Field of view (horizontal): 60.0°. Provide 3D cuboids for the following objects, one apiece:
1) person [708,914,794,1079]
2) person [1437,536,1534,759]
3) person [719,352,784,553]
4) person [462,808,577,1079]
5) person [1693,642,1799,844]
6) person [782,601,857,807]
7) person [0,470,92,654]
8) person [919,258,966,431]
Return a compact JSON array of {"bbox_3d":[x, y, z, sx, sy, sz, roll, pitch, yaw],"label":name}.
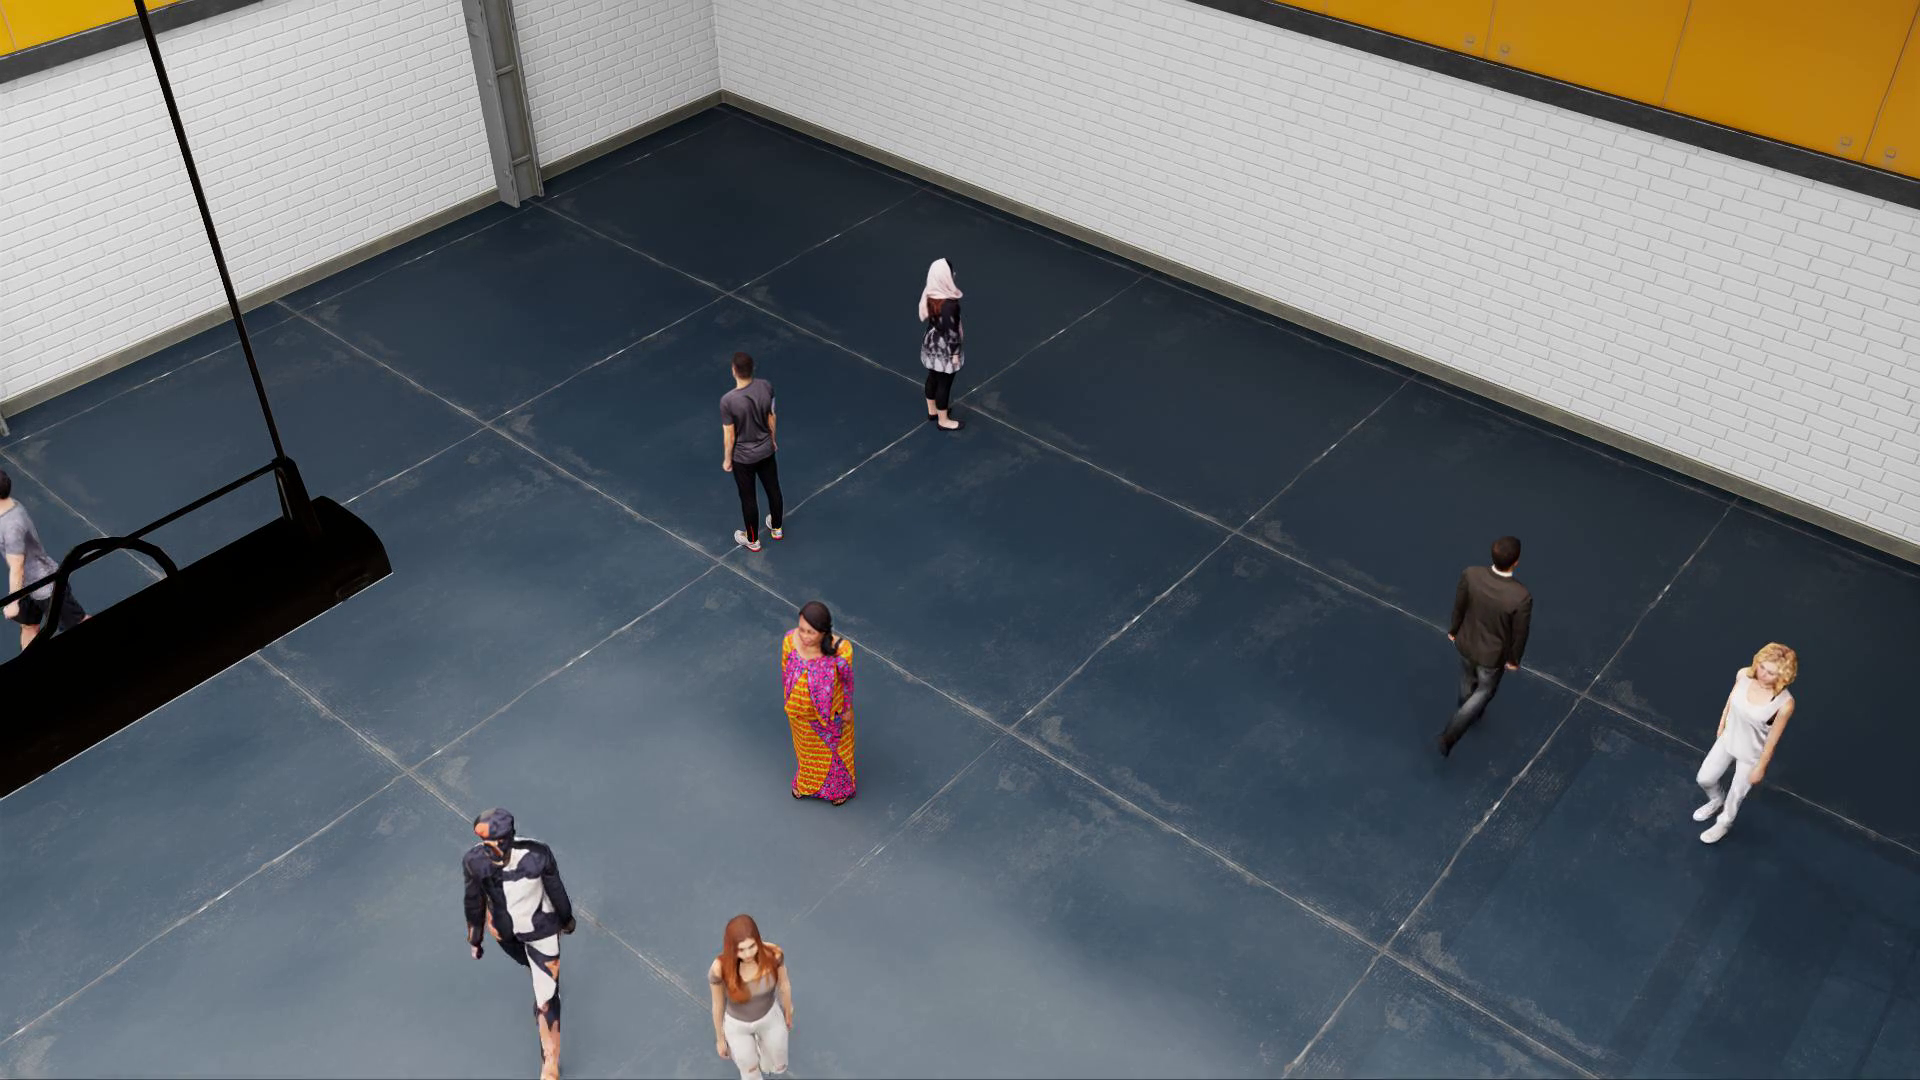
[{"bbox_3d":[-1.145,2.556,9.031,0.885,1.709,0.897,-11,40,-13],"label":"person"},{"bbox_3d":[3.511,0.734,11.254,0.722,1.782,1.004,30,47,32],"label":"person"},{"bbox_3d":[-1.635,-0.697,13.061,0.541,1.763,0.742,-26,45,-29],"label":"person"},{"bbox_3d":[-2.457,2.121,9.459,1.109,1.854,1.229,1,39,1],"label":"person"},{"bbox_3d":[5.098,1.288,10.659,0.703,1.658,0.687,-21,43,-24],"label":"person"},{"bbox_3d":[-0.926,1.059,10.927,0.756,1.683,0.785,9,40,12],"label":"person"},{"bbox_3d":[-6.420,0.265,11.798,1.211,1.836,0.874,-24,44,-27],"label":"person"},{"bbox_3d":[-0.156,-1.706,14.426,0.752,1.636,0.730,-16,41,-19],"label":"person"}]
